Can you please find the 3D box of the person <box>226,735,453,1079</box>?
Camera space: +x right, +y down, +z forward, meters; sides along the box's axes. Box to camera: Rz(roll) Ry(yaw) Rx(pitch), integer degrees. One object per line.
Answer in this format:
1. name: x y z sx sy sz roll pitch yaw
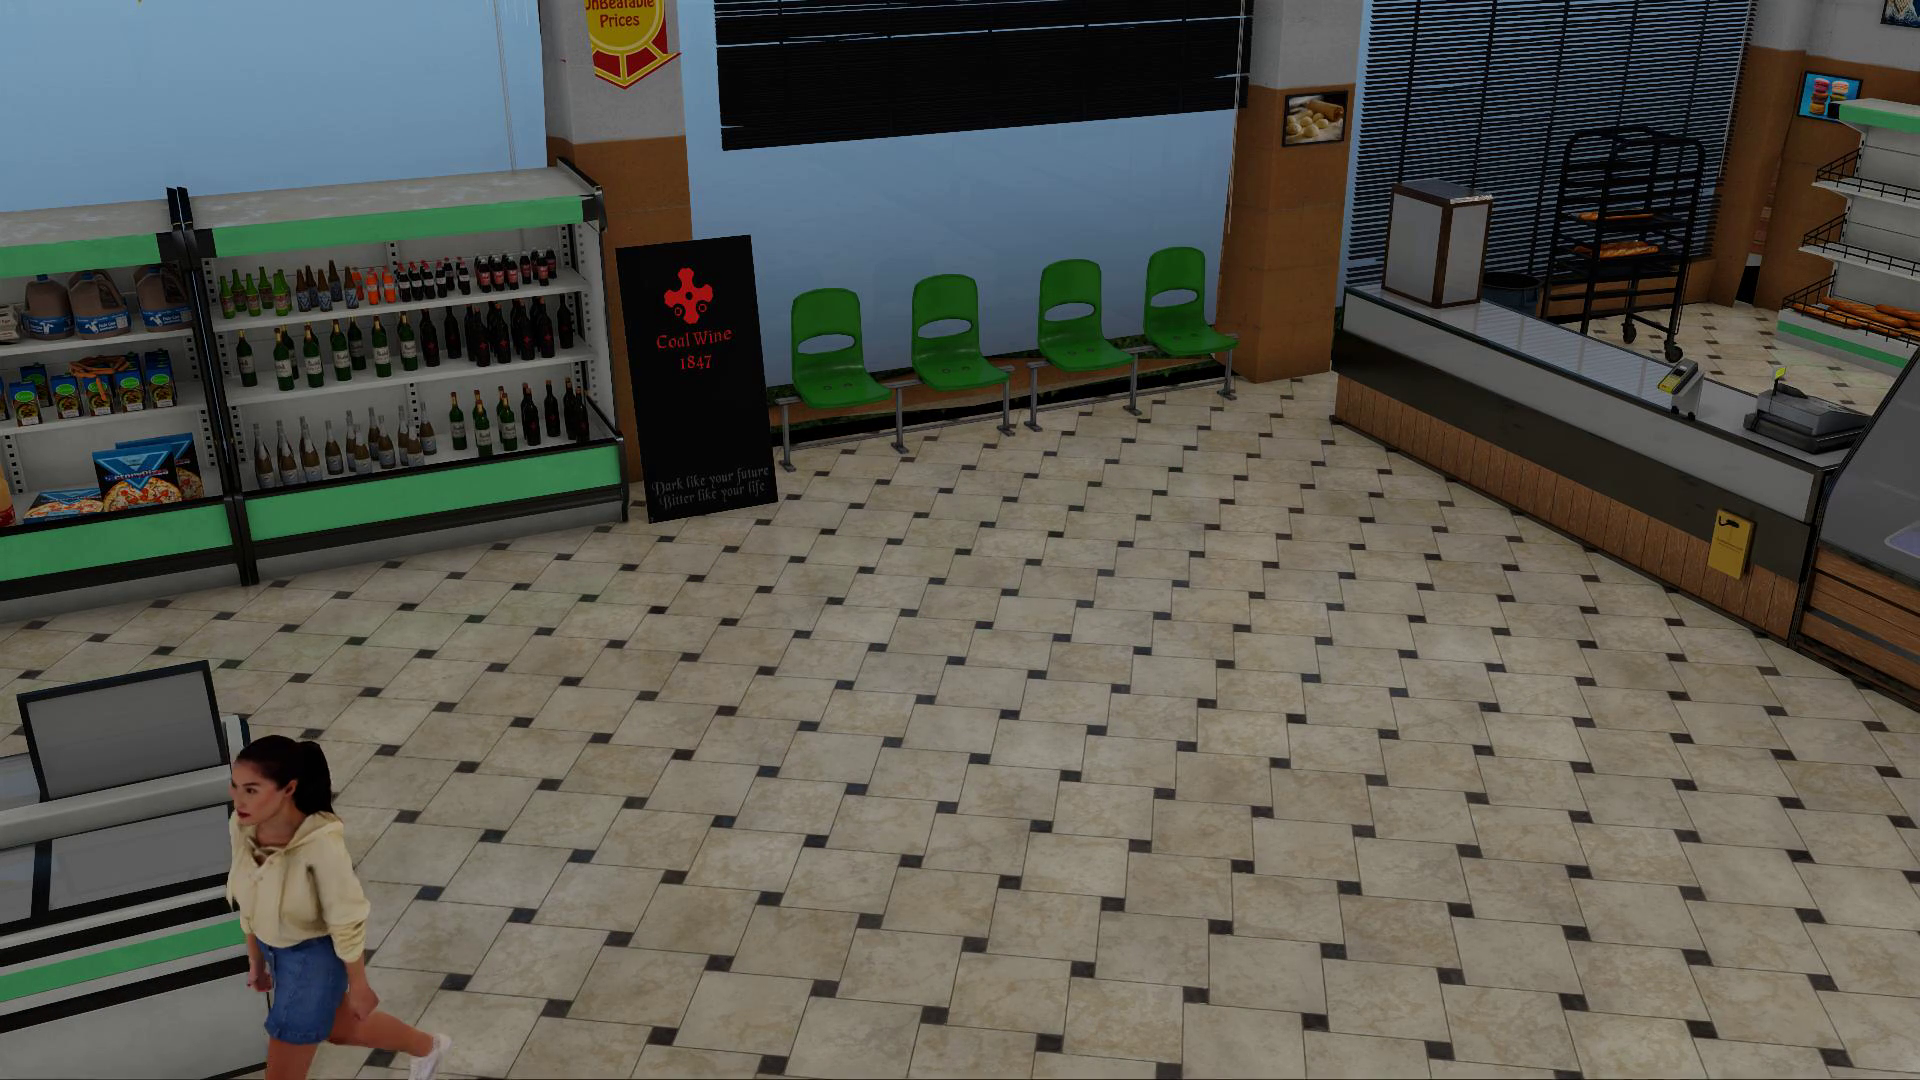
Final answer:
1. person: -1.966 1.296 5.170 1.014 1.597 1.212 15 28 31
